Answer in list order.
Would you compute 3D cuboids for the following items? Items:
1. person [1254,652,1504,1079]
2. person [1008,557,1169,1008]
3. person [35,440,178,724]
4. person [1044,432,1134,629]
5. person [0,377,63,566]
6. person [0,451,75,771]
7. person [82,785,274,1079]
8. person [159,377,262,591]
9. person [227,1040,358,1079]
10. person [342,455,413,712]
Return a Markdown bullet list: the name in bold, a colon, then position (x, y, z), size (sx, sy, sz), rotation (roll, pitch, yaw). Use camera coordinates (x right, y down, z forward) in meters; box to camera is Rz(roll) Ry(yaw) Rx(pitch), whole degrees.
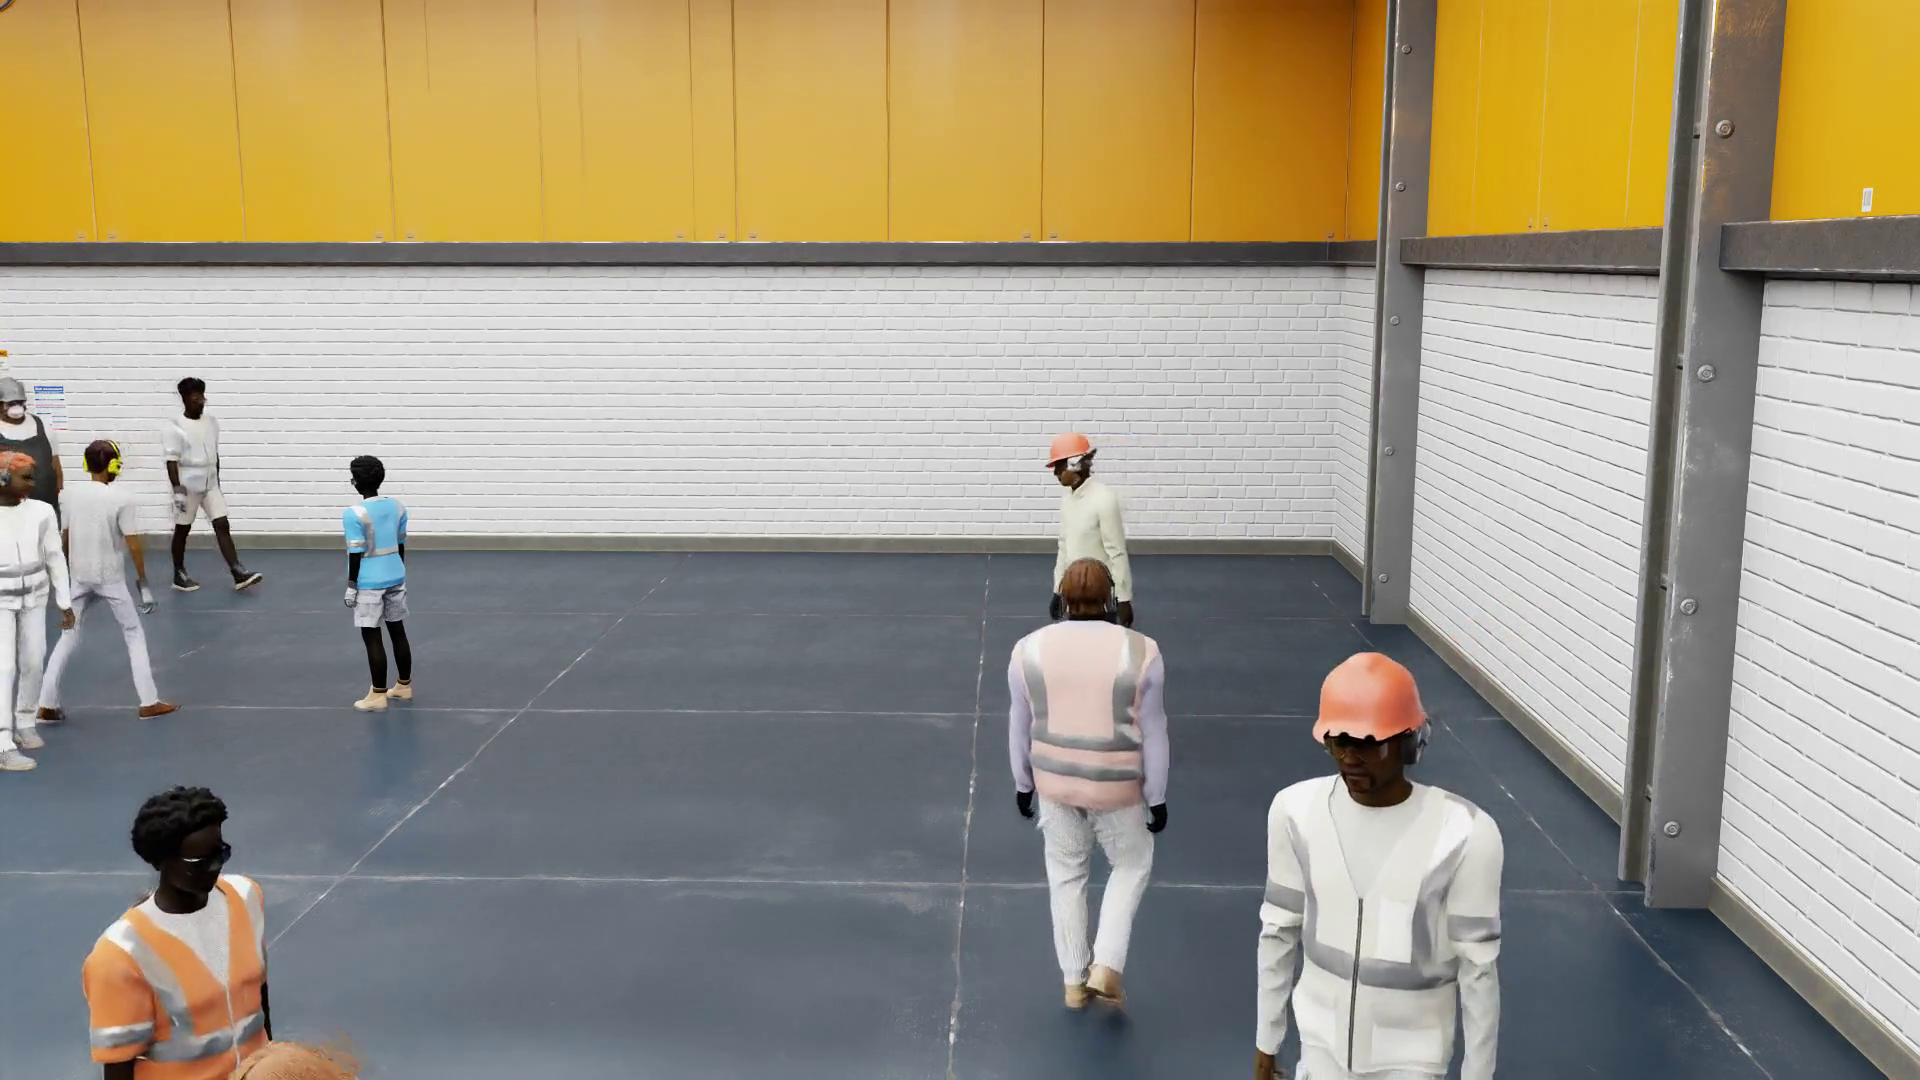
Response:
- **person**: position (1.062, 1.266, 4.267), size (0.635, 2.024, 0.488), rotation (7, 12, 34)
- **person**: position (0.500, 0.972, 6.547), size (0.657, 1.830, 0.430), rotation (3, 10, 17)
- **person**: position (-5.532, 0.276, 10.680), size (0.688, 1.837, 0.497), rotation (0, 10, 0)
- **person**: position (0.787, 0.326, 10.013), size (0.542, 1.944, 0.657), rotation (-4, 10, -20)
- **person**: position (-7.815, -0.370, 13.806), size (0.704, 2.000, 0.691), rotation (8, 13, 39)
- **person**: position (-5.635, 0.399, 9.939), size (0.699, 1.840, 0.615), rotation (7, 12, 36)
- **person**: position (-1.893, 1.444, 4.217), size (0.442, 1.681, 0.555), rotation (5, 11, 25)
- **person**: position (-6.705, -0.478, 14.774), size (0.968, 1.918, 0.629), rotation (5, 11, 27)
- **person**: position (-1.162, 1.664, 3.225), size (0.512, 1.597, 0.738), rotation (0, 10, 1)
- **person**: position (-3.855, 0.282, 10.985), size (0.317, 1.697, 0.540), rotation (4, 10, 22)
